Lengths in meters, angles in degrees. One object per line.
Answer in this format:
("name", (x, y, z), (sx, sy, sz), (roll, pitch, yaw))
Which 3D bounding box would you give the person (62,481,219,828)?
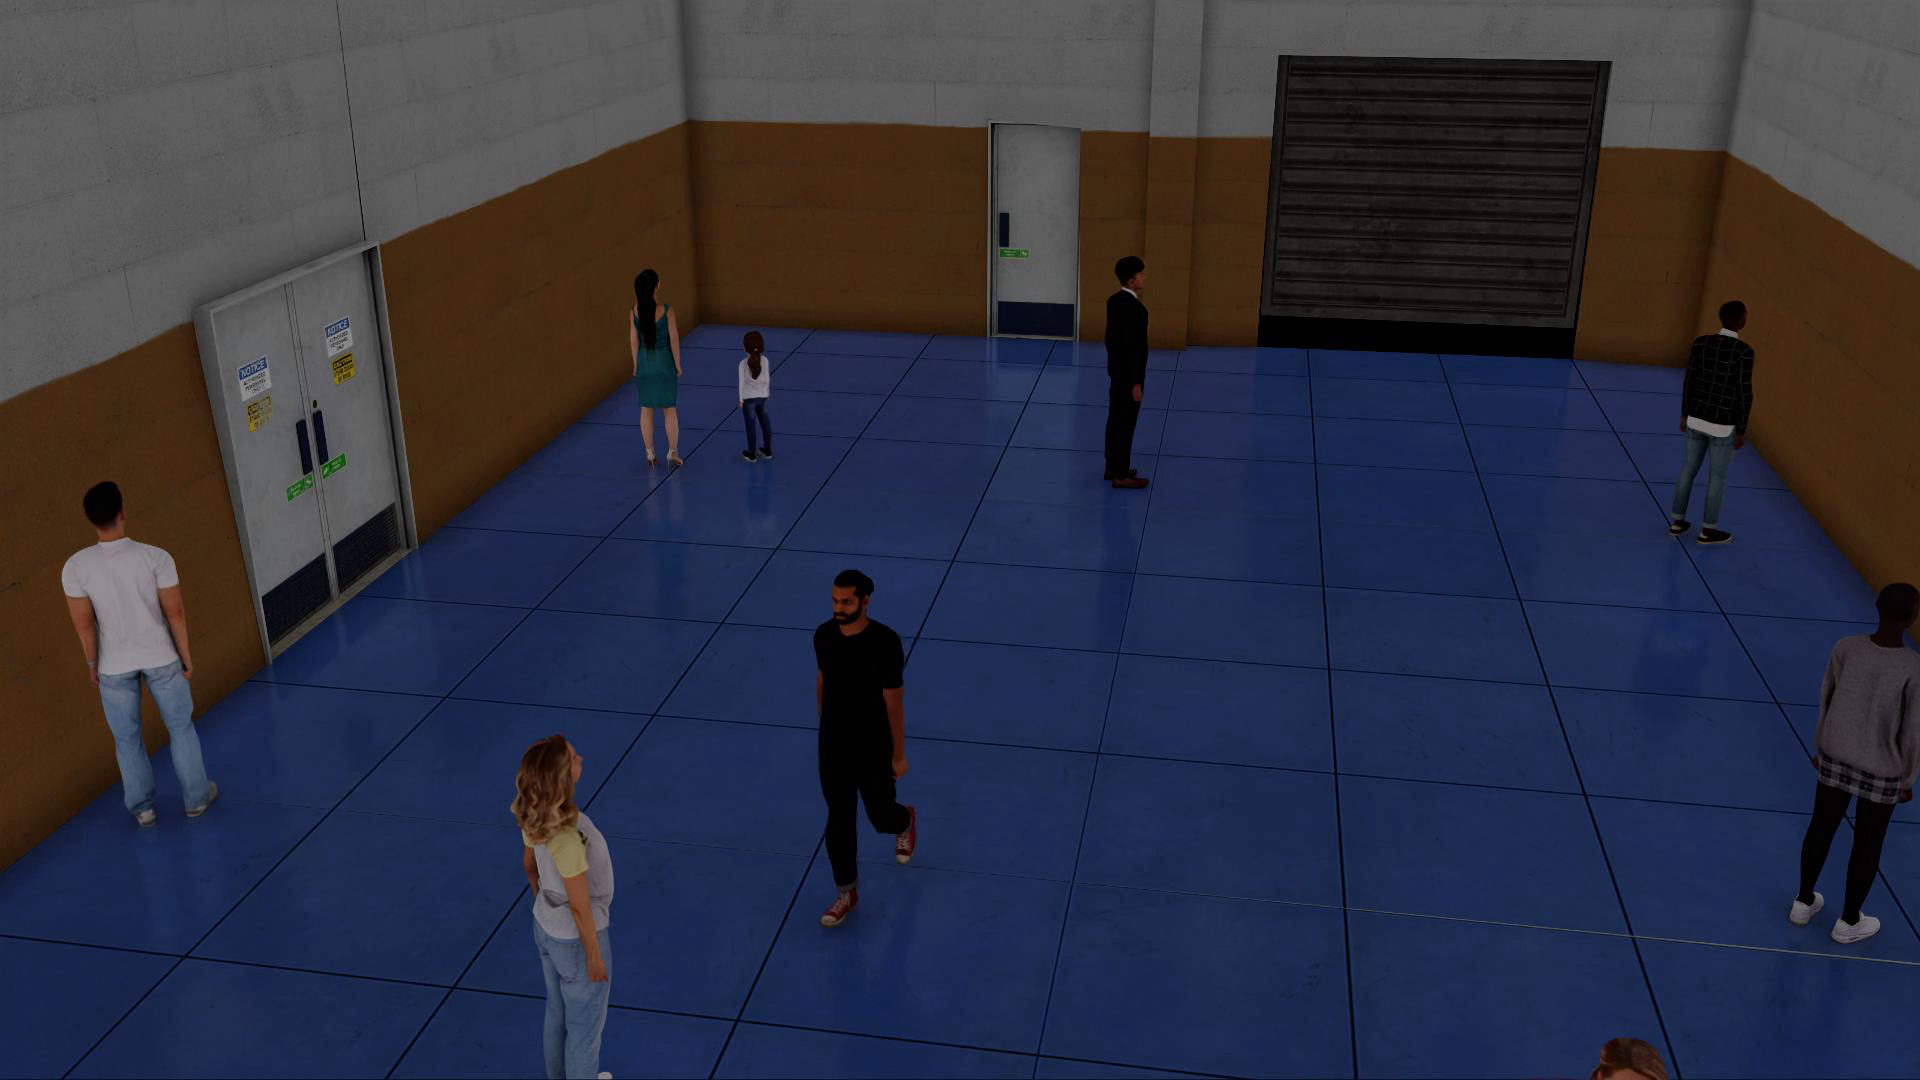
("person", (-4.238, 0.598, 8.569), (0.680, 1.862, 0.812), (-8, 23, -19))

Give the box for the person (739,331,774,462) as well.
("person", (-1.736, -1.235, 14.134), (0.521, 1.112, 0.578), (-16, 27, -35))

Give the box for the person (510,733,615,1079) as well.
("person", (-1.509, 1.527, 6.420), (0.768, 1.723, 0.694), (-17, 27, -35))

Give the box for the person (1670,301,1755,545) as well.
("person", (5.555, -0.876, 12.292), (0.795, 1.820, 0.734), (-15, 26, -33))

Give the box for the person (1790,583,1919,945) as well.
("person", (4.146, 1.014, 7.654), (0.746, 1.771, 0.674), (-16, 27, -35))

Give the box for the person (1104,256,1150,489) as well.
("person", (1.325, -1.358, 13.405), (0.717, 1.884, 0.771), (-5, 22, -13))

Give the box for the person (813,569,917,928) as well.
("person", (-0.434, 0.942, 7.878), (1.002, 1.738, 0.849), (10, 24, 22))

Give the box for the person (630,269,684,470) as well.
("person", (-2.531, -1.420, 13.824), (0.445, 1.686, 0.642), (1, 22, 3))
